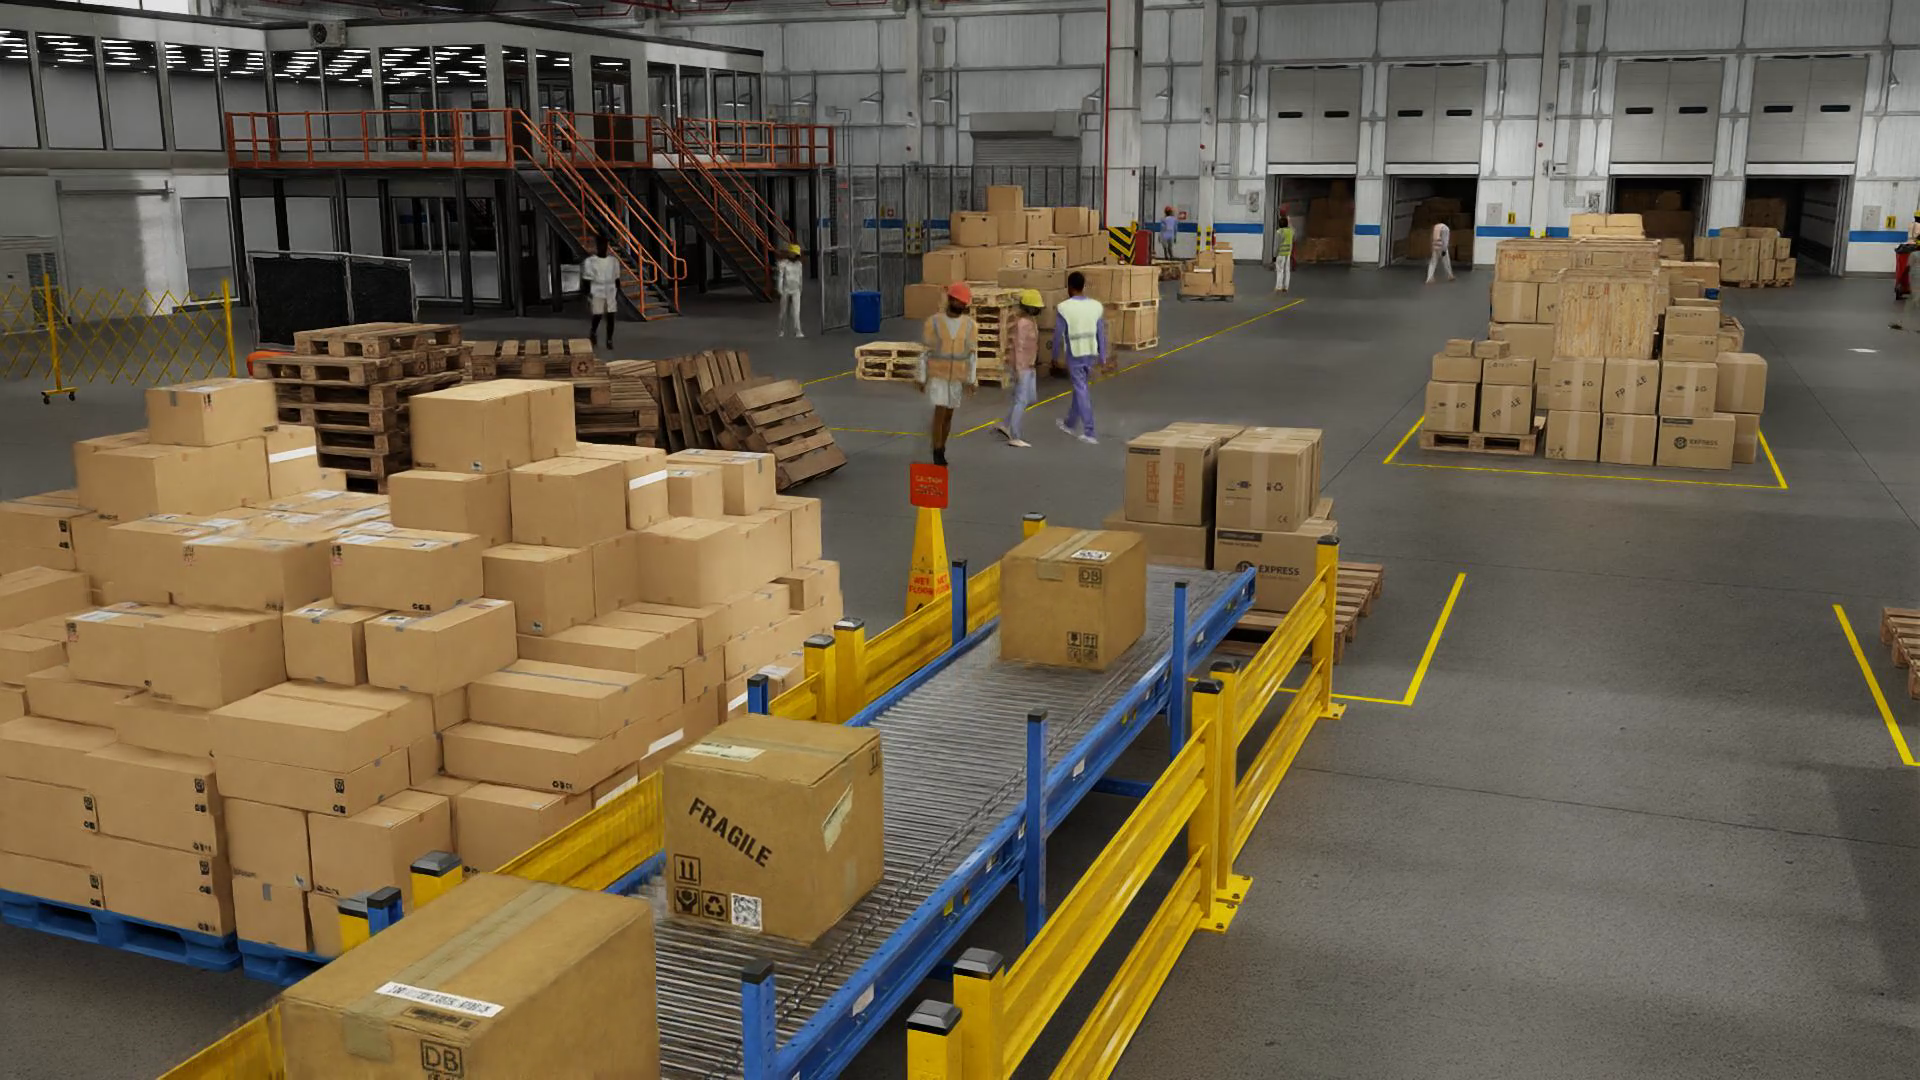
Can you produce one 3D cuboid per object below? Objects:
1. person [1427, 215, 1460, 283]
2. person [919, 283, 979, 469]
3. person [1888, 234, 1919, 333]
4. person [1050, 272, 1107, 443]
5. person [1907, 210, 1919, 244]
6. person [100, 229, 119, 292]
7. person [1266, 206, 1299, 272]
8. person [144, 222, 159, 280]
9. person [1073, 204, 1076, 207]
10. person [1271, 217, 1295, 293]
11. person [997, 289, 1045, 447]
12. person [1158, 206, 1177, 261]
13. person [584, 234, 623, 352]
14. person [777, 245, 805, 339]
[{"bbox_3d":[12.959,-7.790,44.571,0.947,1.790,0.647,-4,13,-19],"label":"person"},{"bbox_3d":[-0.102,-1.645,16.795,0.578,1.891,0.702,-4,13,-16],"label":"person"},{"bbox_3d":[17.841,-4.781,31.038,0.537,1.826,0.969,-5,14,-23],"label":"person"},{"bbox_3d":[1.282,-2.059,18.702,0.588,1.866,0.953,-8,15,-32],"label":"person"},{"bbox_3d":[25.820,-7.948,44.990,0.362,1.928,0.587,1,13,6],"label":"person"},{"bbox_3d":[-20.673,-6.789,39.990,0.901,1.829,0.560,-8,15,-33],"label":"person"},{"bbox_3d":[9.638,-8.921,49.326,1.015,1.951,0.623,9,16,36],"label":"person"},{"bbox_3d":[-19.118,-6.676,39.362,0.653,1.881,0.737,1,13,5],"label":"person"},{"bbox_3d":[3.553,-9.740,53.011,0.549,1.935,0.612,4,13,19],"label":"person"},{"bbox_3d":[7.970,-7.047,41.141,0.625,1.846,0.429,-10,16,-37],"label":"person"},{"bbox_3d":[0.670,-1.873,18.168,0.572,1.736,0.565,4,13,18],"label":"person"},{"bbox_3d":[6.401,-9.349,51.337,0.538,1.908,0.478,-5,13,-20],"label":"person"},{"bbox_3d":[-5.987,-4.140,27.866,0.613,1.946,0.572,-6,14,-27],"label":"person"},{"bbox_3d":[-3.069,-4.467,29.967,0.541,1.674,0.915,-7,14,-28],"label":"person"}]
